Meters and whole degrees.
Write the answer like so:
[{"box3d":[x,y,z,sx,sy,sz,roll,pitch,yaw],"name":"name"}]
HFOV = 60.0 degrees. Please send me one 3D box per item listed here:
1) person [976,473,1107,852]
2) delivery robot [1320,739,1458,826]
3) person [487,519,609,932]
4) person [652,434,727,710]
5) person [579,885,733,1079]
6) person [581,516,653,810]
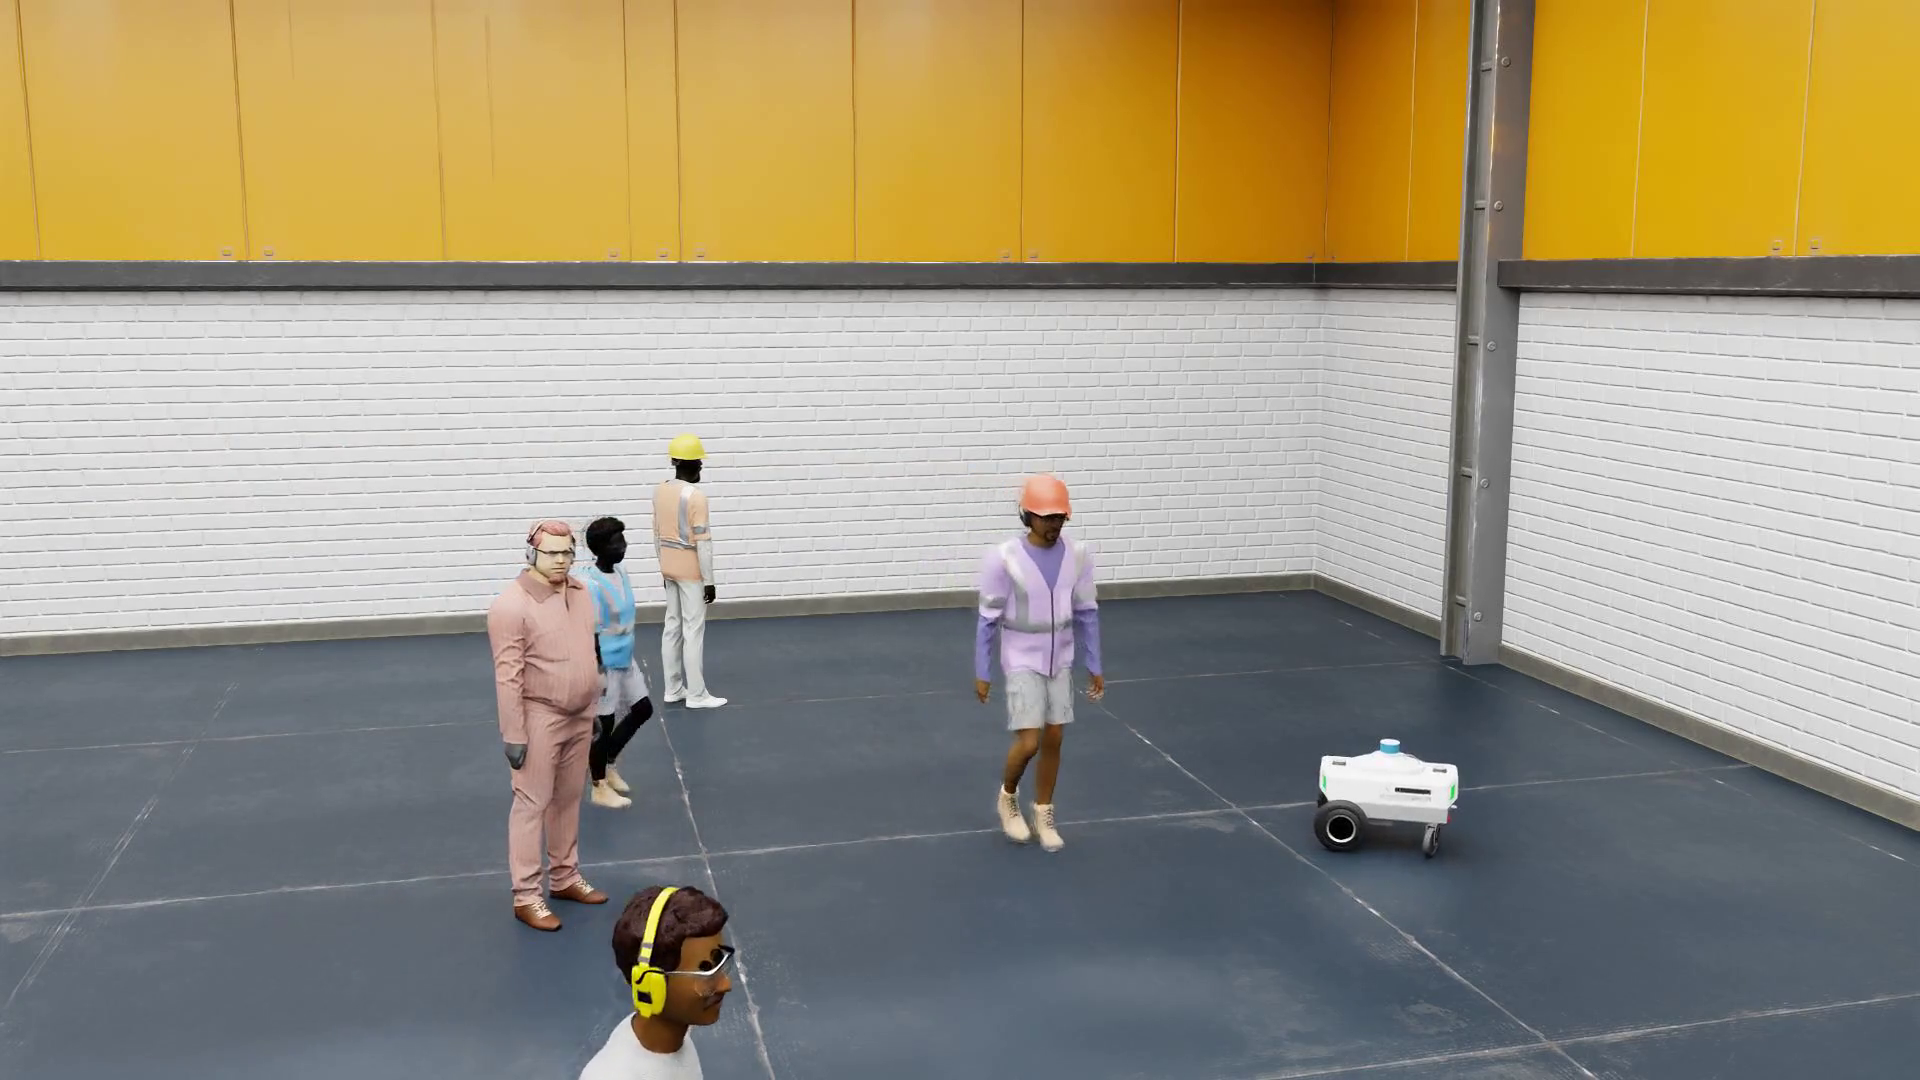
[{"box3d":[0.430,0.647,8.649,0.653,2.019,0.464,-4,10,-26],"name":"person"},{"box3d":[2.274,1.302,8.826,0.707,0.478,0.477,2,9,14],"name":"delivery robot"},{"box3d":[-1.890,0.843,7.788,0.401,1.904,0.646,4,10,25],"name":"person"},{"box3d":[-1.902,0.219,11.607,0.588,1.927,0.370,9,13,44],"name":"person"},{"box3d":[-0.562,1.589,3.378,0.949,1.825,0.509,2,9,12],"name":"person"},{"box3d":[-1.968,0.696,9.382,0.378,1.680,0.547,2,9,13],"name":"person"}]
